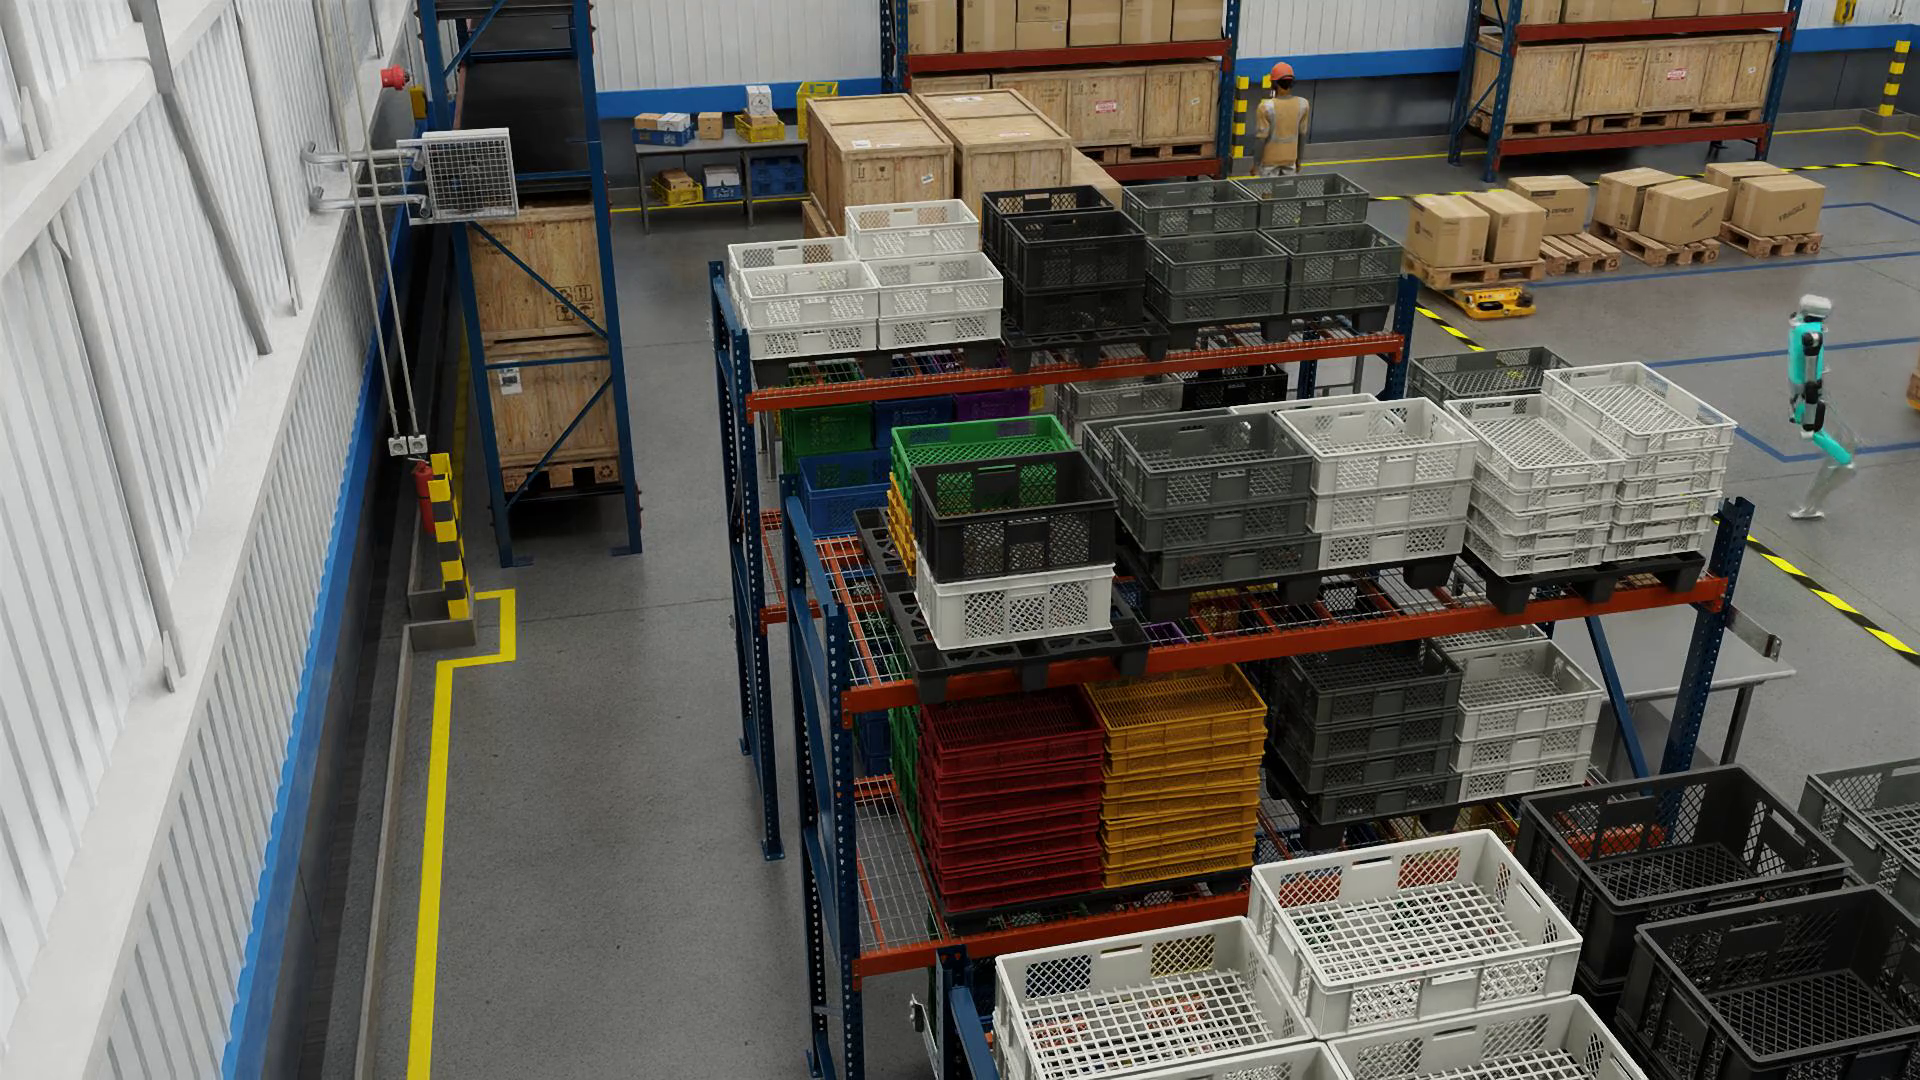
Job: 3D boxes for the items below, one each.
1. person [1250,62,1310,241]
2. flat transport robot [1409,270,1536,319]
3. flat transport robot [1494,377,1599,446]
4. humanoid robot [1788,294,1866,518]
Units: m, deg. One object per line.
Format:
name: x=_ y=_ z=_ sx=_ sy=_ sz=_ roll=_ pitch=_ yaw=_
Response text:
person: x=3.422 y=-4.118 z=17.966 sx=0.604 sy=2.037 sz=0.384 roll=-8 pitch=29 yaw=-15
flat transport robot: x=5.214 y=-2.605 z=16.958 sx=0.652 sy=0.197 sz=1.431 roll=-6 pitch=28 yaw=-12
flat transport robot: x=4.780 y=-1.036 z=14.013 sx=0.659 sy=0.231 sz=1.431 roll=-6 pitch=28 yaw=-12
humanoid robot: x=6.371 y=-0.903 z=12.234 sx=0.816 sy=1.811 sz=0.536 roll=6 pitch=28 yaw=11
